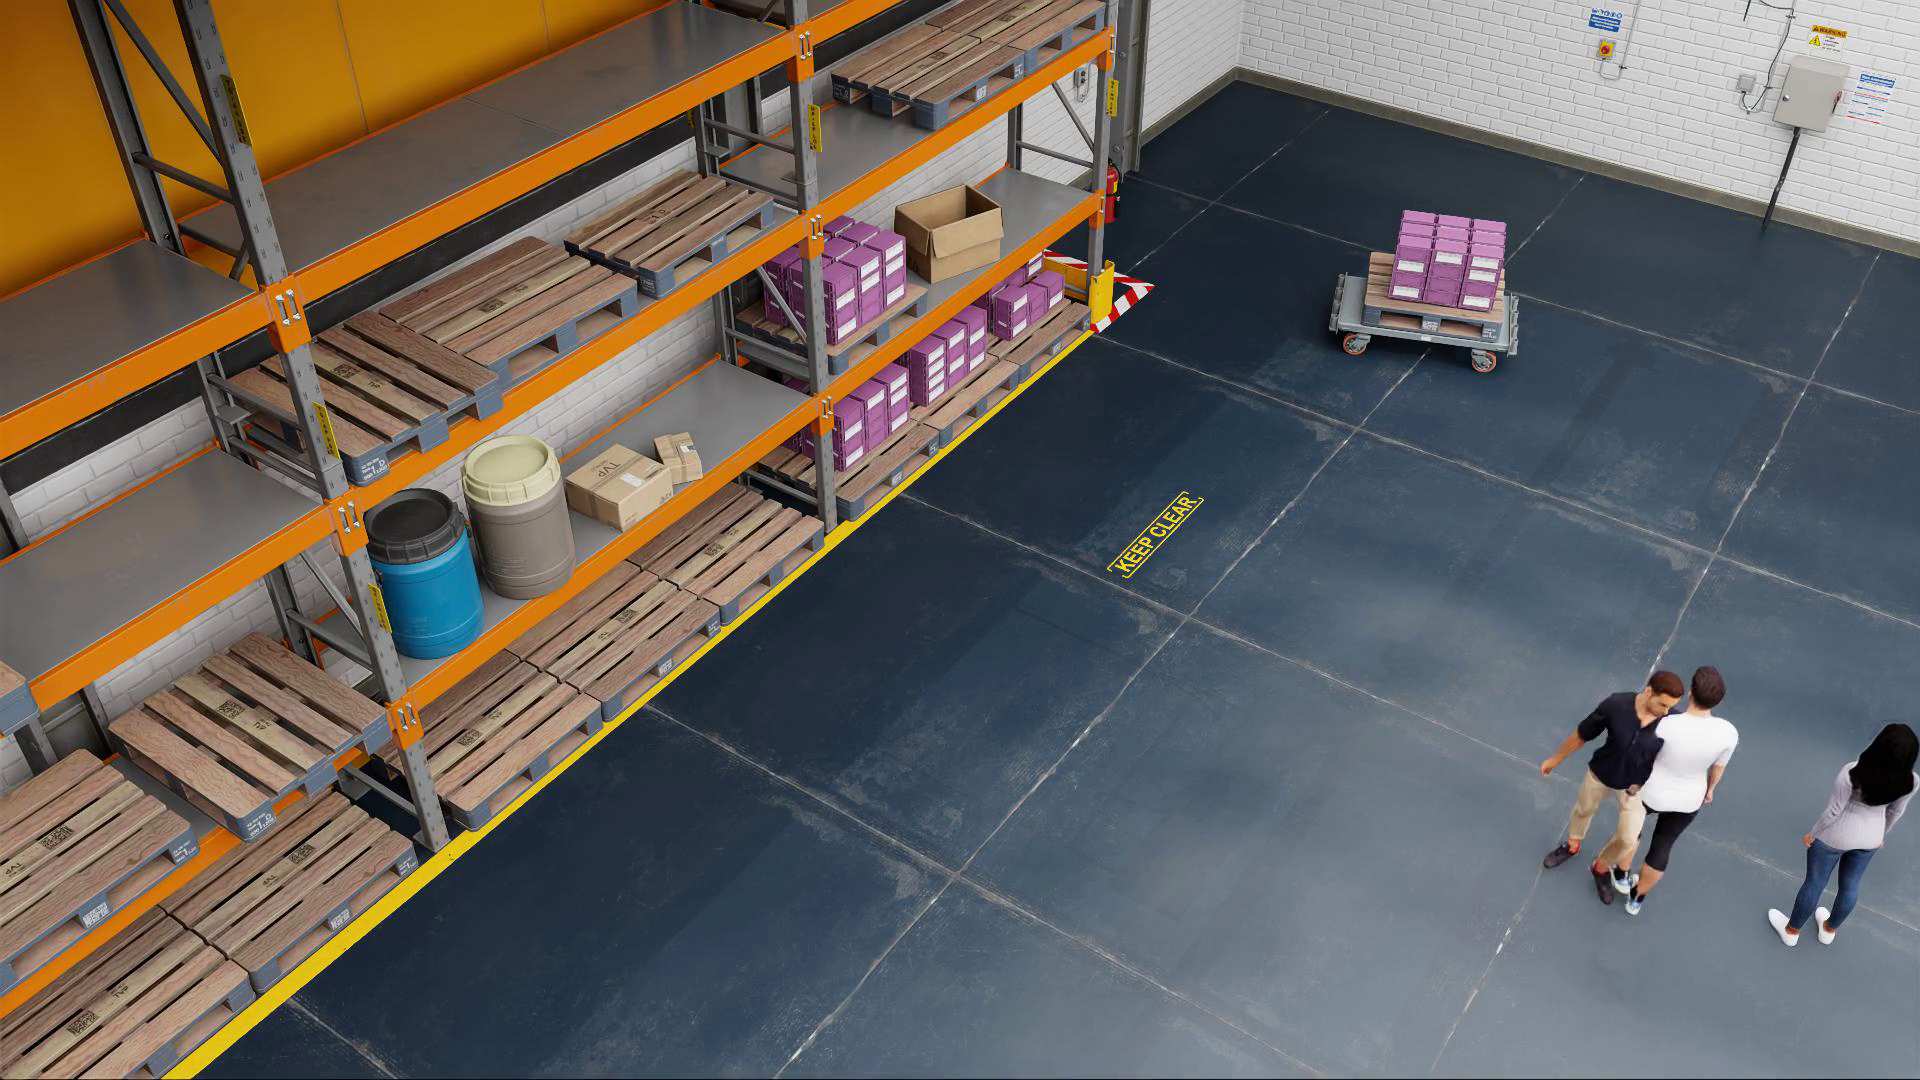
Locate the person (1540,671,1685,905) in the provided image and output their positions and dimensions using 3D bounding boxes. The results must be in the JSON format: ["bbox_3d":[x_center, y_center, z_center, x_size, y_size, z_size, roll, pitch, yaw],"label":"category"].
[{"bbox_3d":[3.946,1.371,9.908,0.859,1.826,0.634,27,46,29],"label":"person"}]

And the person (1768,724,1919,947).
[{"bbox_3d":[5.117,1.710,9.556,0.687,1.736,0.707,1,39,1],"label":"person"}]

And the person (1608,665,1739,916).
[{"bbox_3d":[4.145,1.536,9.693,0.764,1.839,0.750,11,40,14],"label":"person"}]
